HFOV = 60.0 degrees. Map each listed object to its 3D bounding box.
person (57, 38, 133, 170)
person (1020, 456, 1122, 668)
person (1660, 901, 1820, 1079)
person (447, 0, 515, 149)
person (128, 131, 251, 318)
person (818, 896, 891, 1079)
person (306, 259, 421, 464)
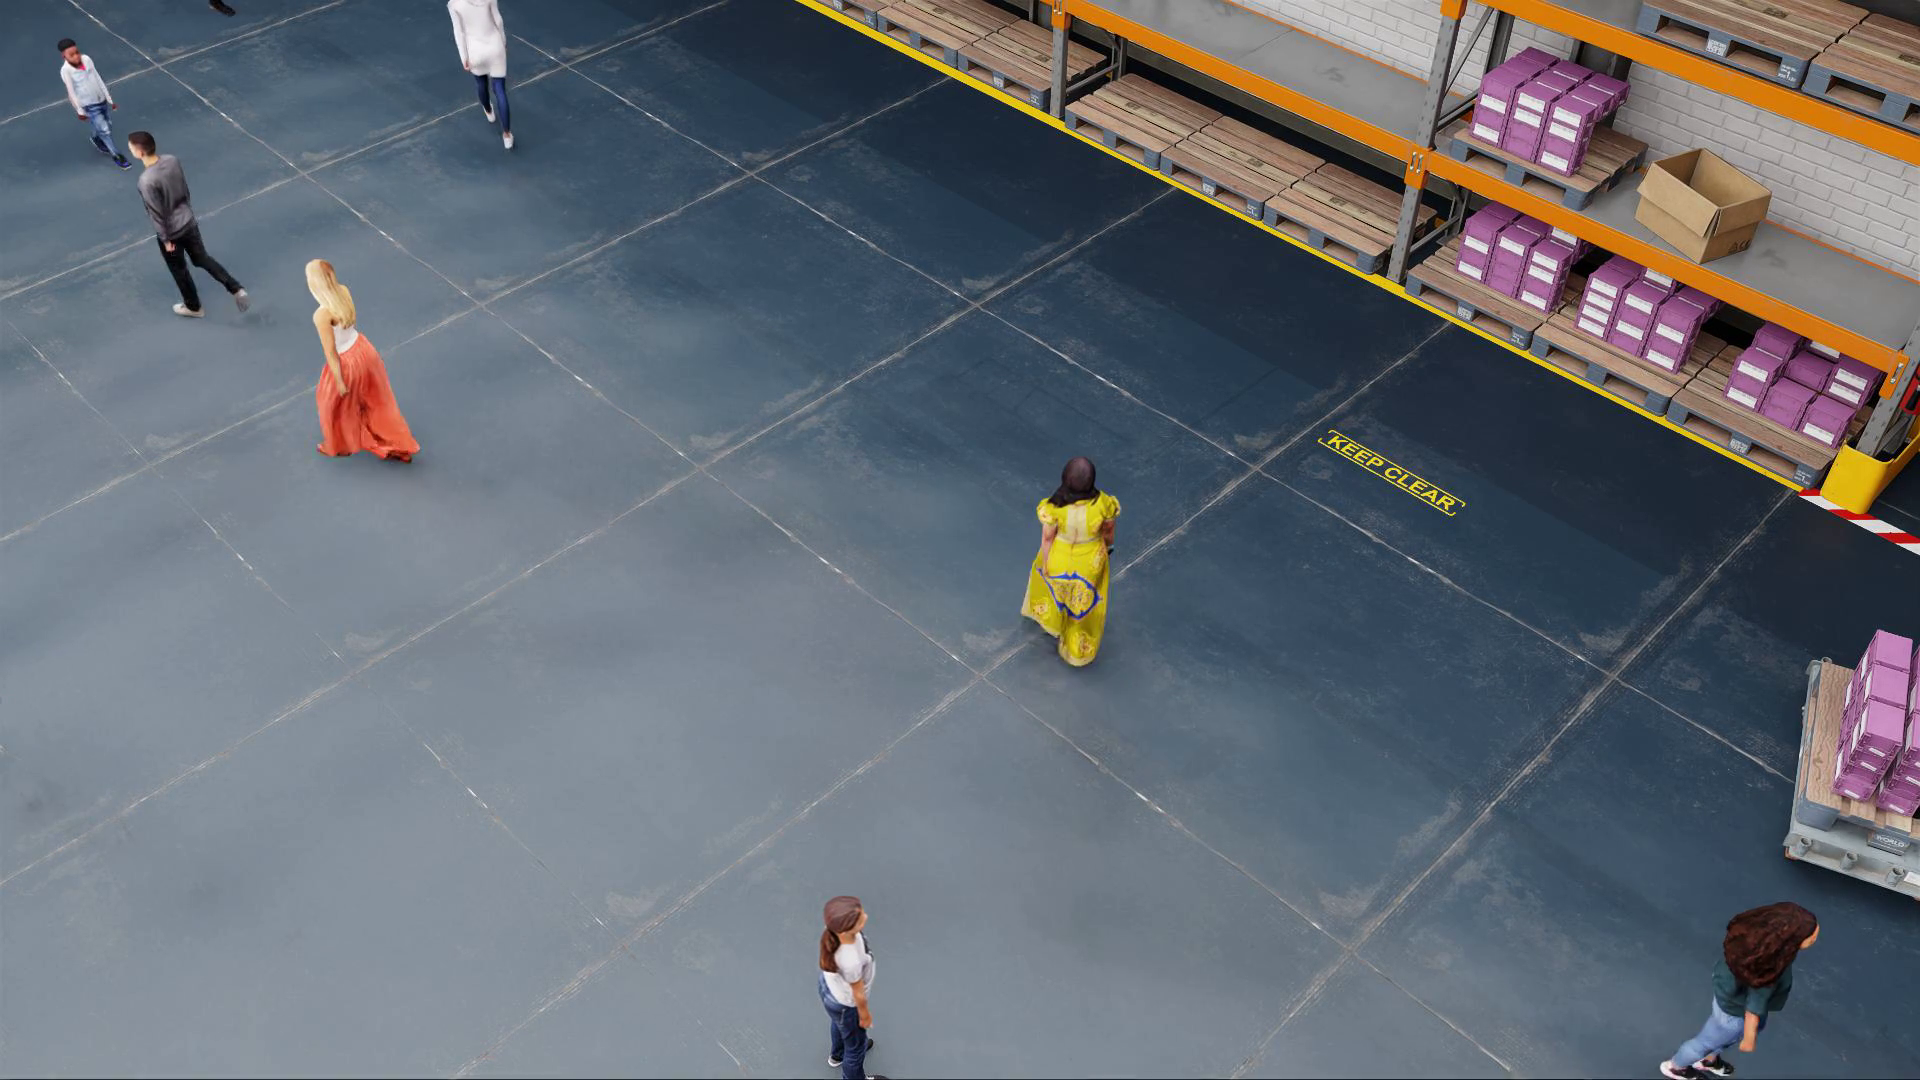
[{"bbox_3d":[-8.137,-4.121,15.537,0.899,1.249,0.606,23,48,22],"label":"person"},{"bbox_3d":[0.745,0.189,10.731,0.990,1.638,1.051,2,44,2],"label":"person"},{"bbox_3d":[3.898,2.329,8.510,0.769,1.603,0.724,13,45,13],"label":"person"},{"bbox_3d":[-4.431,-4.517,15.616,0.965,1.713,1.178,-12,45,-12],"label":"person"},{"bbox_3d":[-6.296,-2.534,13.509,1.067,1.749,0.885,12,45,13],"label":"person"},{"bbox_3d":[-0.573,2.318,8.552,0.678,1.562,0.577,-14,45,-15],"label":"person"},{"bbox_3d":[-4.346,-1.251,12.142,1.143,1.777,0.978,10,44,10],"label":"person"}]
